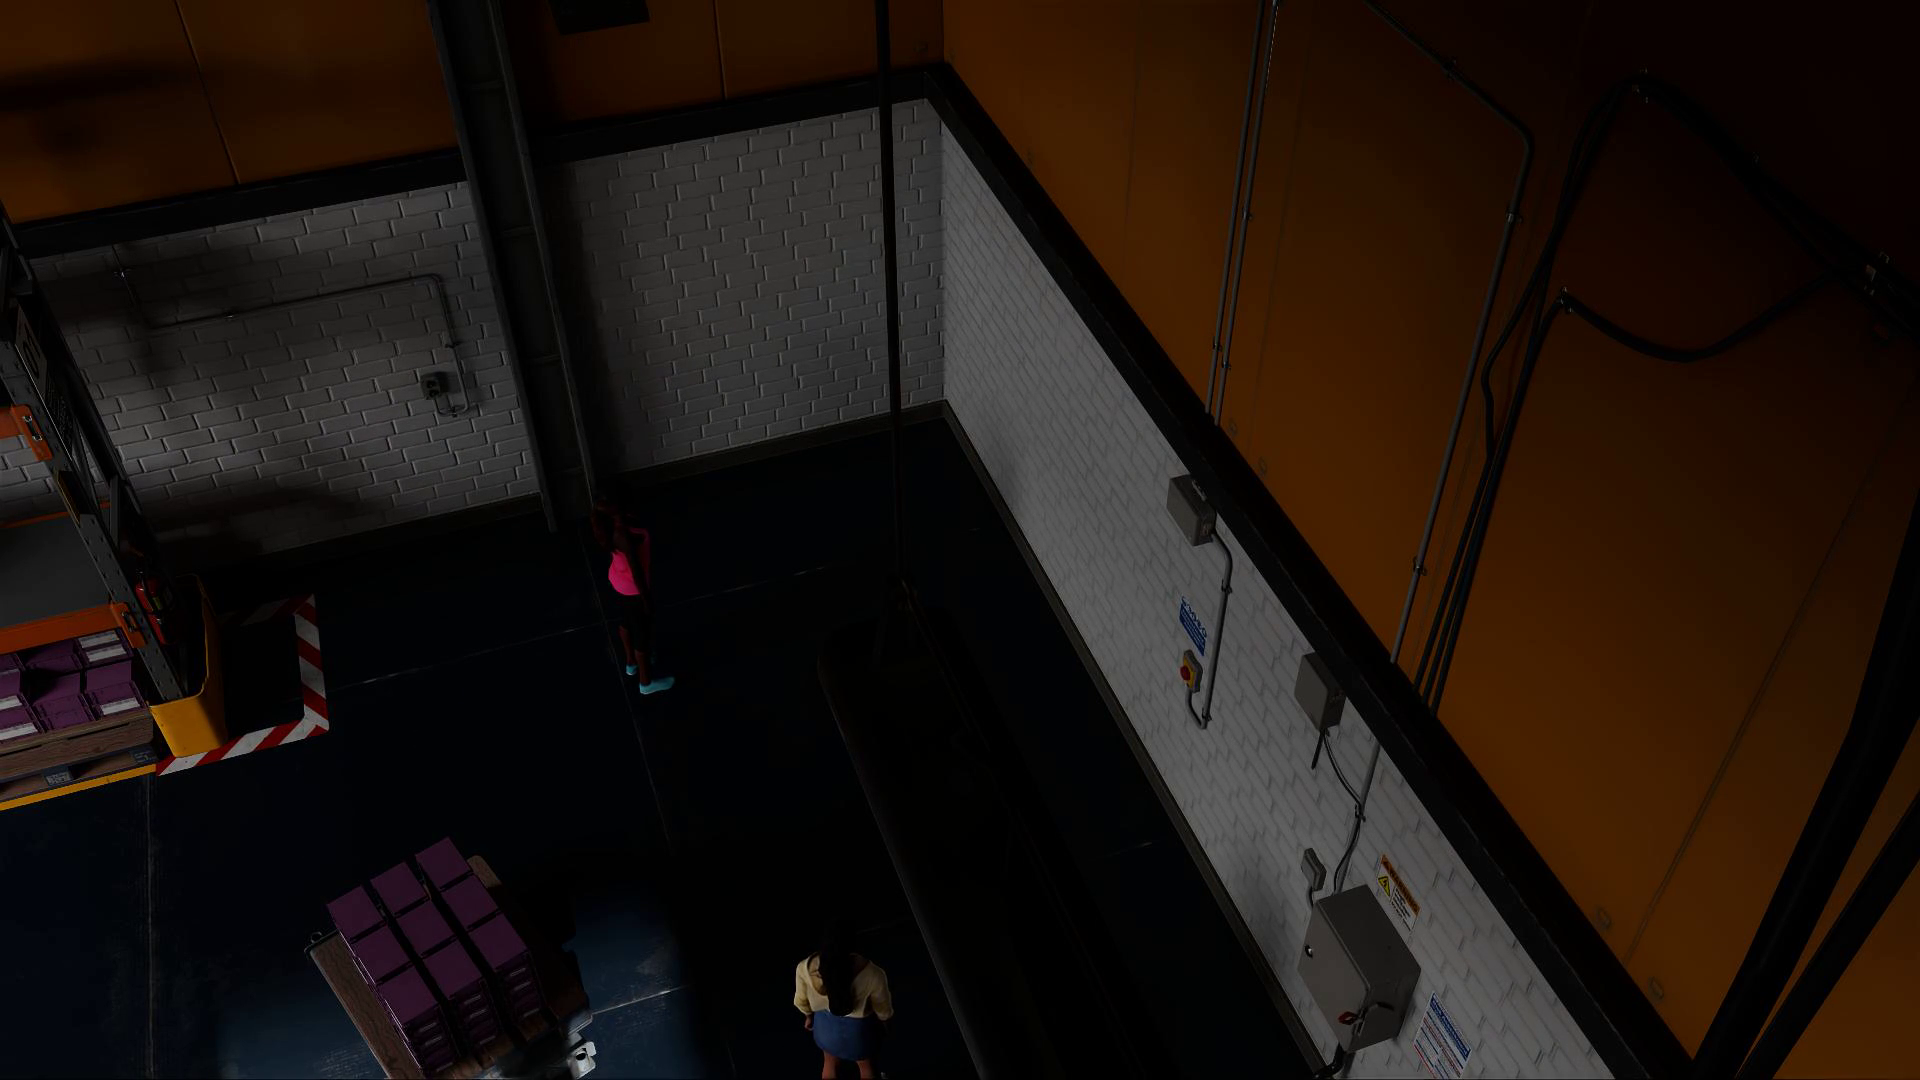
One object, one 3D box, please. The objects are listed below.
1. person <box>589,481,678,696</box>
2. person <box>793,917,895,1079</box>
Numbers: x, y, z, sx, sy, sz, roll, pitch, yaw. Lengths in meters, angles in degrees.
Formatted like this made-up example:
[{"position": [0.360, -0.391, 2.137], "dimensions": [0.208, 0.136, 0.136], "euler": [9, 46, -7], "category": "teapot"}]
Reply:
[{"position": [-2.106, 0.294, 10.590], "dimensions": [0.596, 1.724, 0.591], "euler": [-22, 48, -22], "category": "person"}, {"position": [-0.576, 2.433, 8.411], "dimensions": [0.645, 1.631, 0.783], "euler": [4, 44, 4], "category": "person"}]
